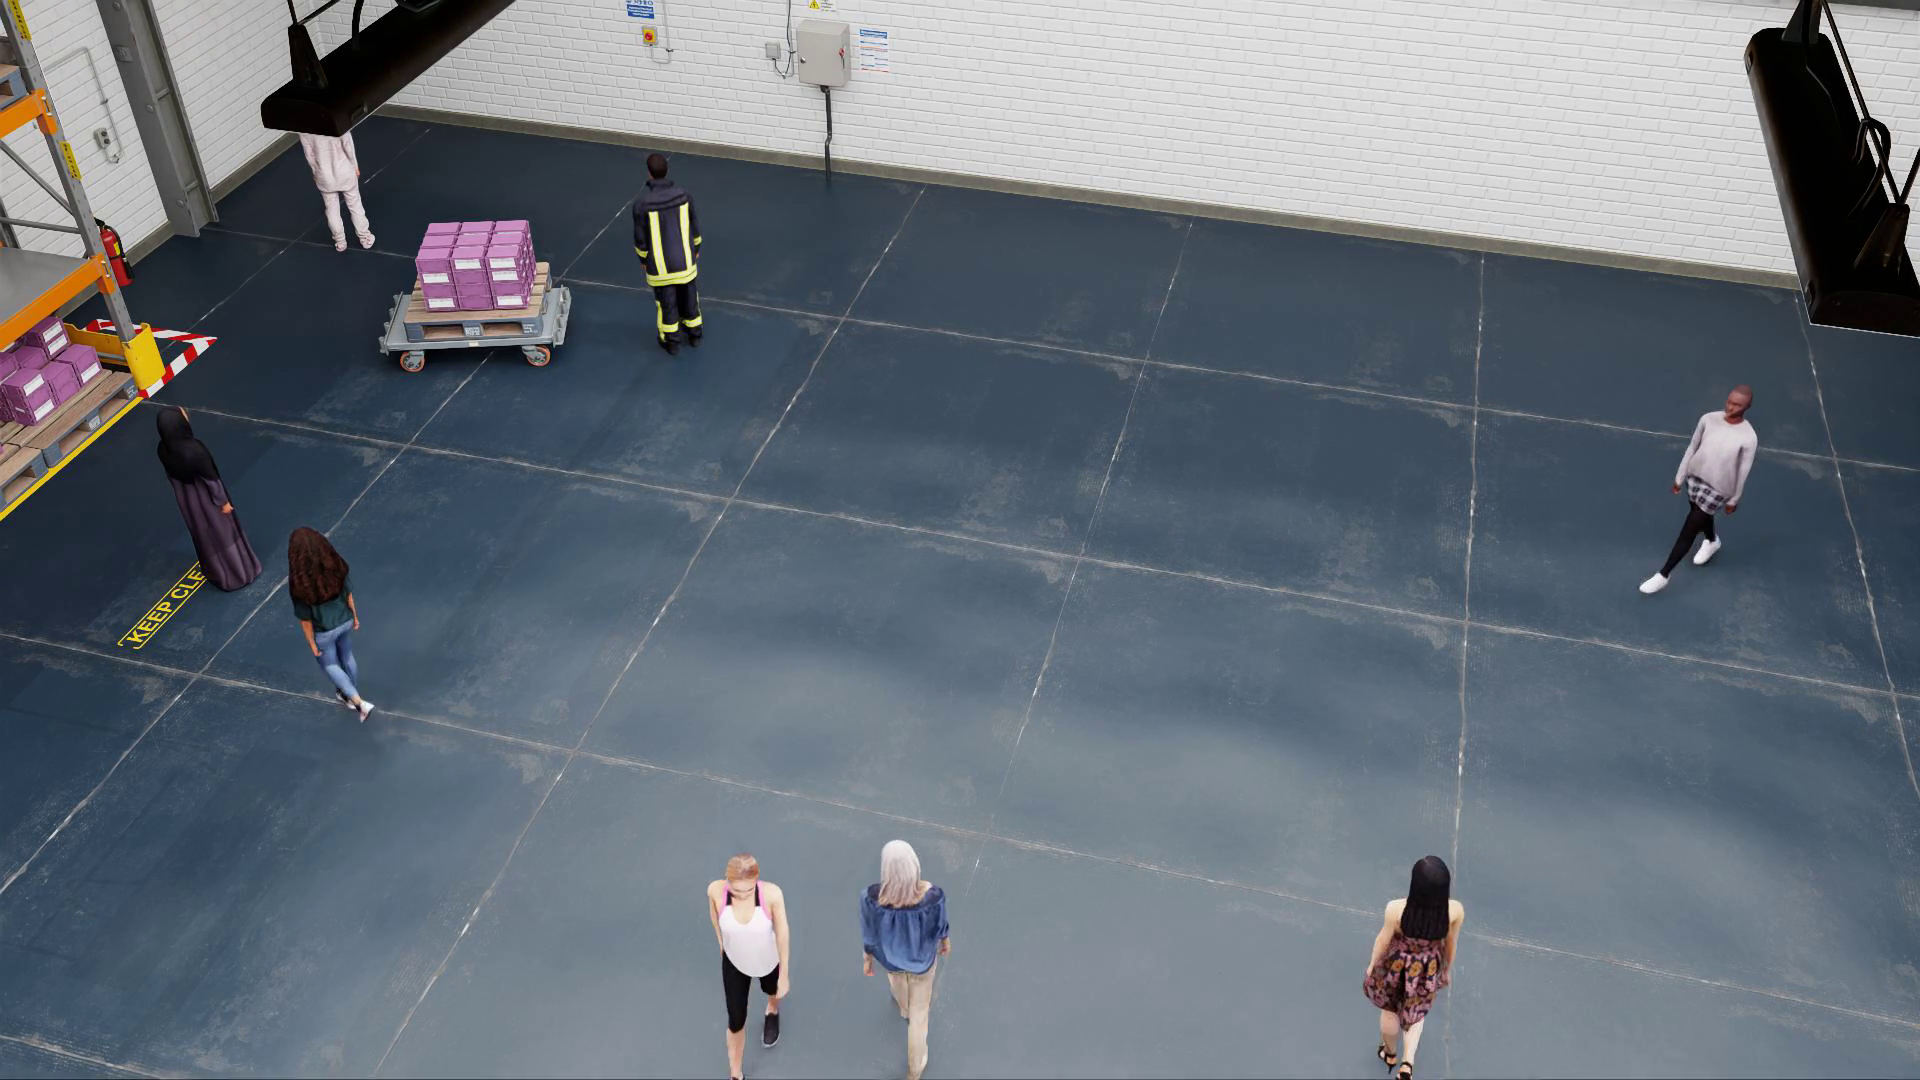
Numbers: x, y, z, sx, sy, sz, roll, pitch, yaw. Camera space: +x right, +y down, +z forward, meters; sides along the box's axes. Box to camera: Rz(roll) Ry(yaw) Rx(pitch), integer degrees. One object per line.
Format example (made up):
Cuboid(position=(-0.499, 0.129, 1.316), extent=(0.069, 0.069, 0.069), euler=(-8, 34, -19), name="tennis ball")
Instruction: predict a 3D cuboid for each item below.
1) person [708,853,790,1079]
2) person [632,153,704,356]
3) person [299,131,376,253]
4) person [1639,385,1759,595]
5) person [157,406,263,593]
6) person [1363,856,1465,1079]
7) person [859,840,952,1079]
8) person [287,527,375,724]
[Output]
Cuboid(position=(-1.111, 2.236, 9.203), extent=(0.725, 1.752, 1.032), euler=(2, 39, 3), name="person")
Cuboid(position=(-2.644, -2.600, 15.119), extent=(0.889, 1.926, 0.940), euler=(-18, 42, -22), name="person")
Cuboid(position=(-6.279, -3.705, 16.690), extent=(0.728, 1.692, 0.729), euler=(-8, 39, -10), name="person")
Cuboid(position=(5.707, -0.430, 12.558), extent=(1.230, 1.730, 1.136), euler=(-23, 44, -26), name="person")
Cuboid(position=(-5.716, -0.332, 12.528), extent=(0.626, 1.615, 0.622), euler=(15, 41, 18), name="person")
Cuboid(position=(2.448, 2.398, 8.988), extent=(0.730, 1.767, 0.858), euler=(0, 39, 0), name="person")
Cuboid(position=(-0.310, 2.361, 9.112), extent=(0.748, 1.670, 0.962), euler=(4, 39, 5), name="person")
Cuboid(position=(-4.264, 0.612, 11.357), extent=(0.878, 1.602, 0.893), euler=(31, 48, 33), name="person")
